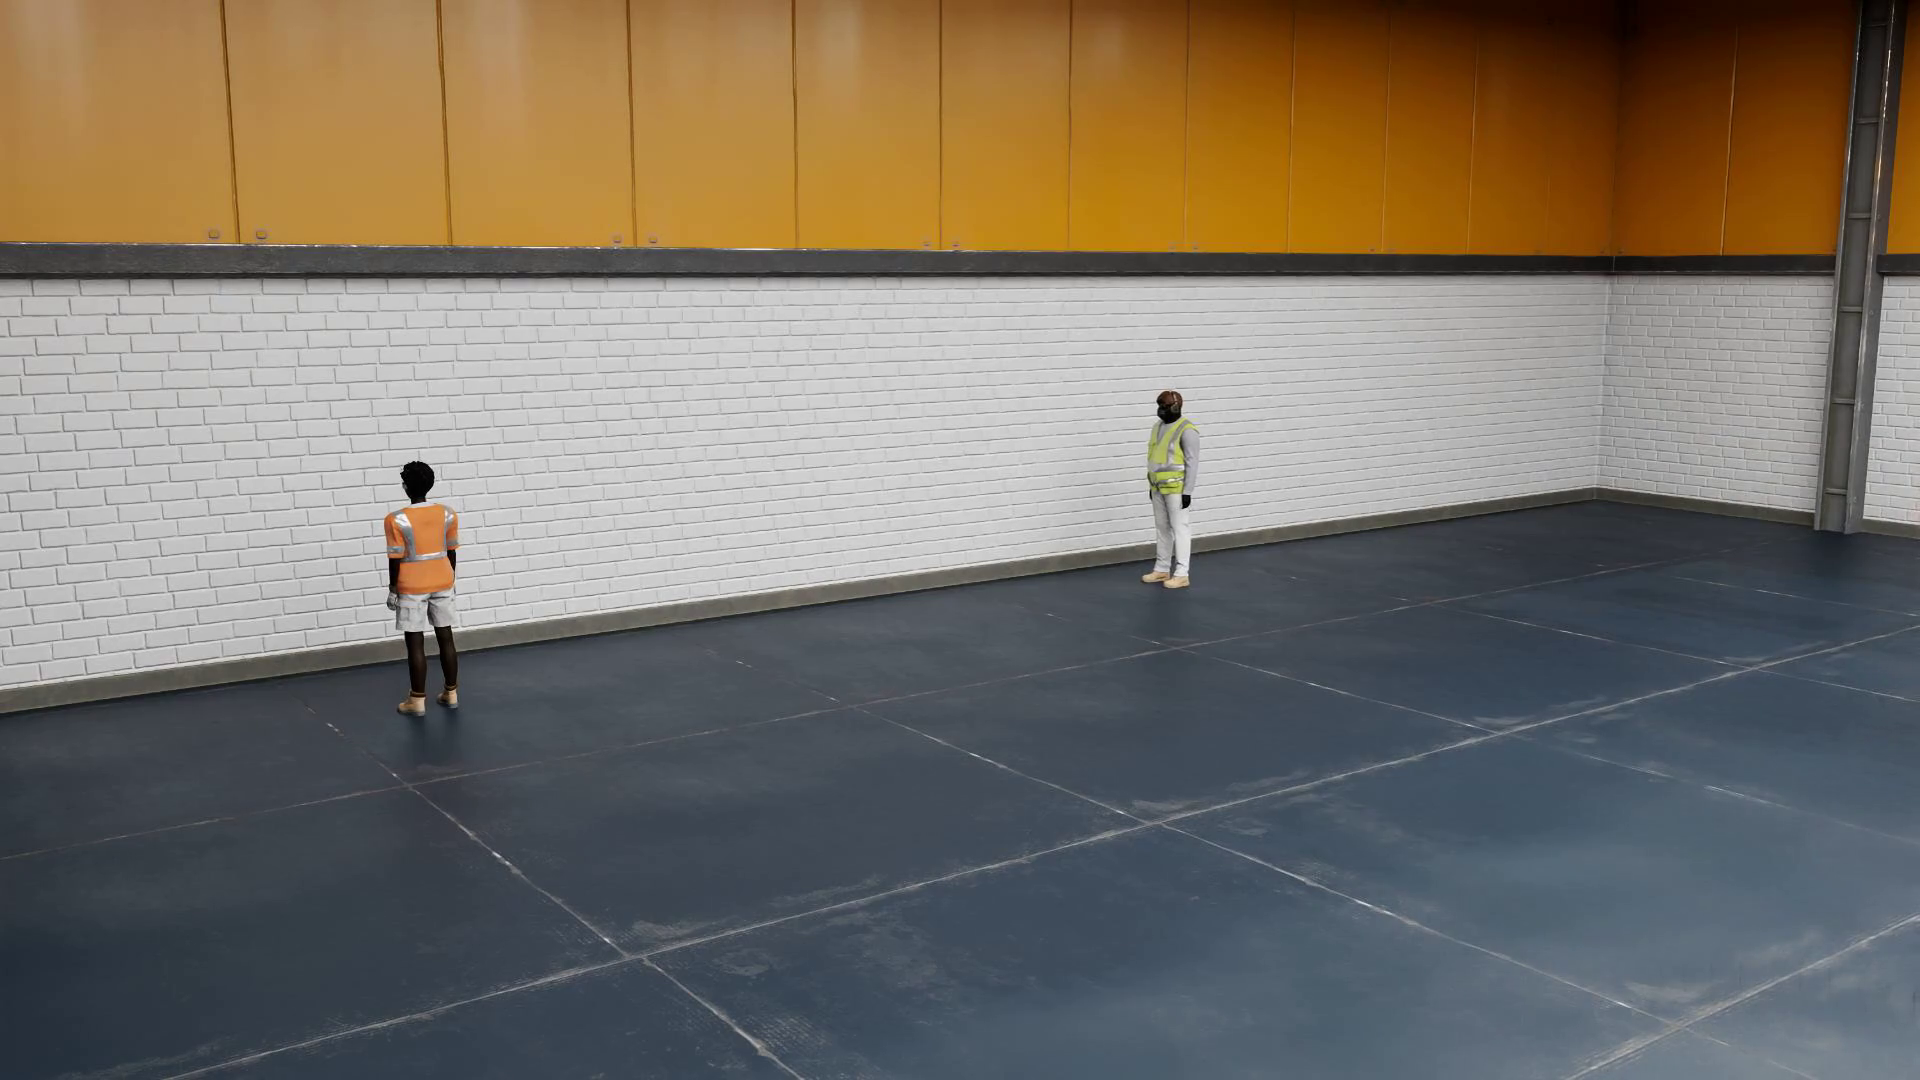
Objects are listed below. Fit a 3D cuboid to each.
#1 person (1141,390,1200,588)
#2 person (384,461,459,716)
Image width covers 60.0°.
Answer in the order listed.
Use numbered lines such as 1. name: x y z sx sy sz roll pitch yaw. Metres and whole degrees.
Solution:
1. person: 1.959 -0.477 15.541 0.430 1.843 0.625 -5 10 -28
2. person: -3.575 0.319 11.077 0.318 1.697 0.535 8 12 40
